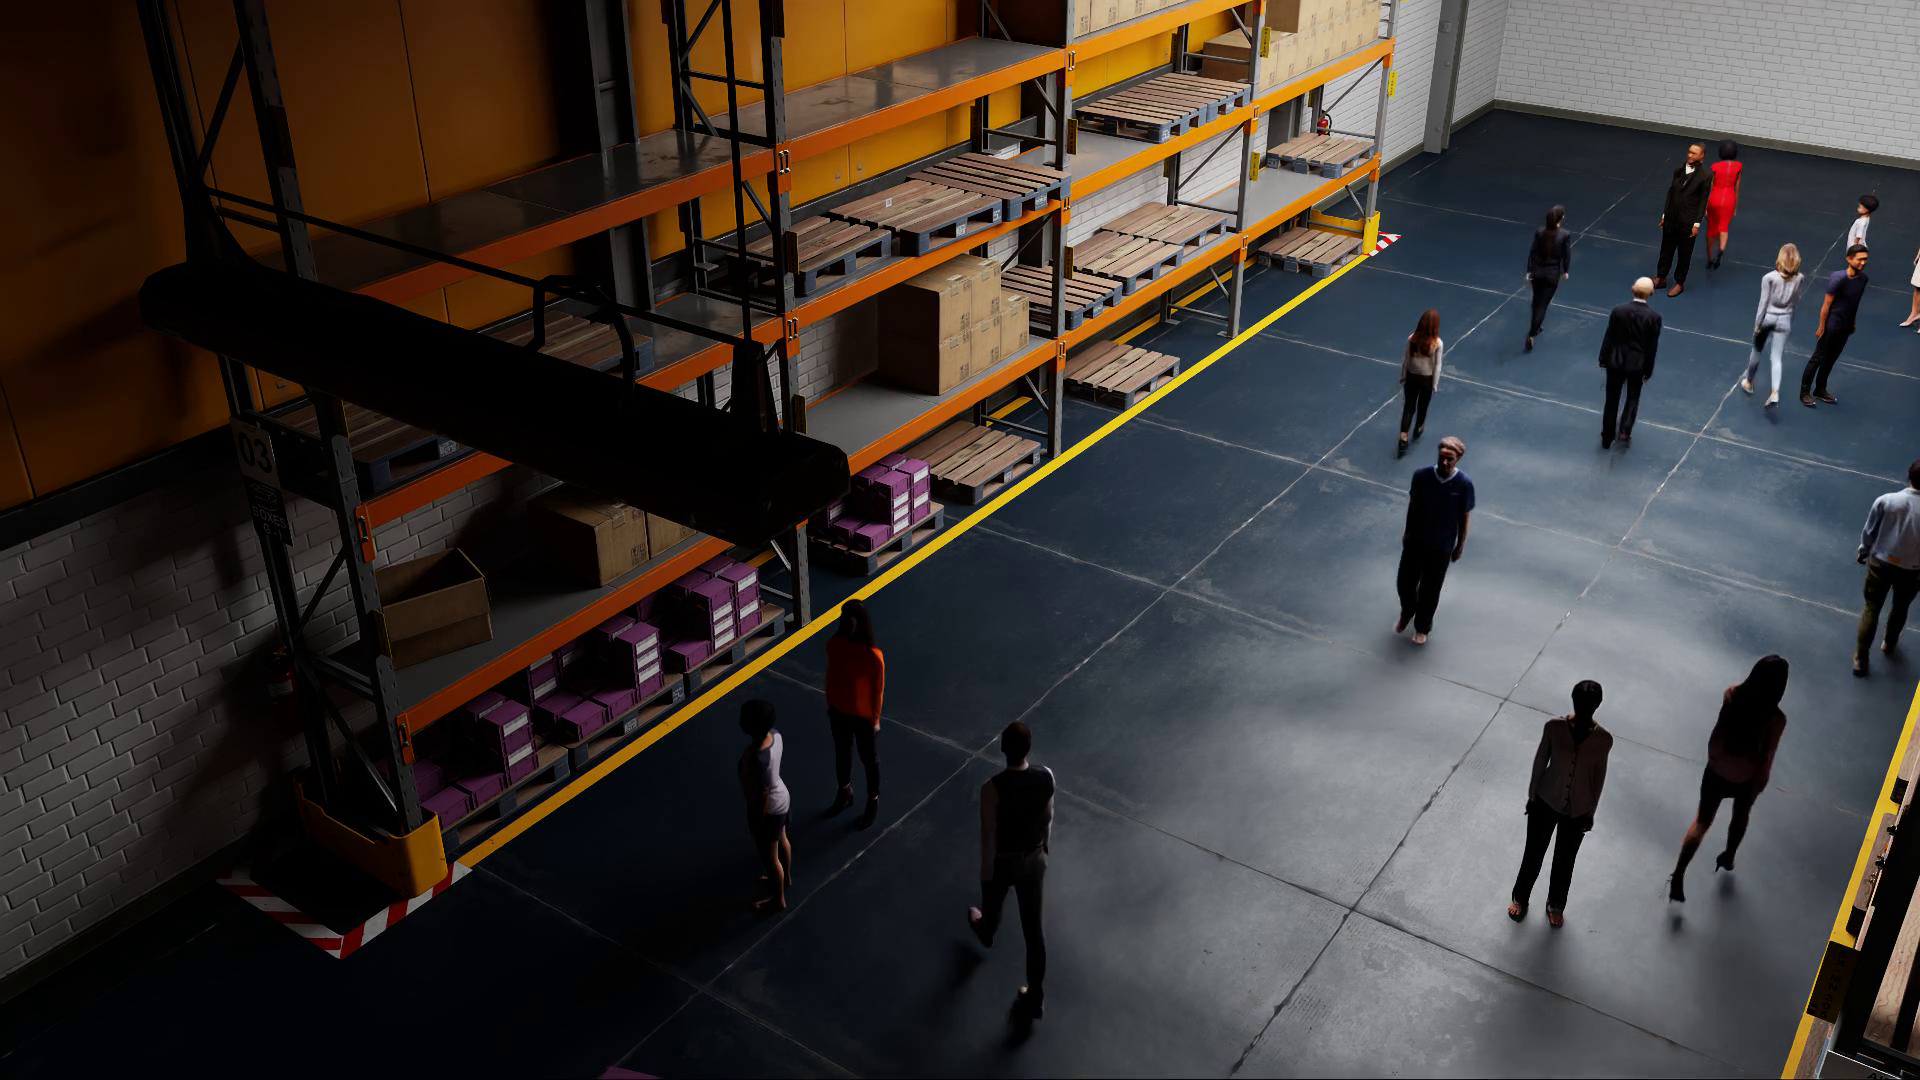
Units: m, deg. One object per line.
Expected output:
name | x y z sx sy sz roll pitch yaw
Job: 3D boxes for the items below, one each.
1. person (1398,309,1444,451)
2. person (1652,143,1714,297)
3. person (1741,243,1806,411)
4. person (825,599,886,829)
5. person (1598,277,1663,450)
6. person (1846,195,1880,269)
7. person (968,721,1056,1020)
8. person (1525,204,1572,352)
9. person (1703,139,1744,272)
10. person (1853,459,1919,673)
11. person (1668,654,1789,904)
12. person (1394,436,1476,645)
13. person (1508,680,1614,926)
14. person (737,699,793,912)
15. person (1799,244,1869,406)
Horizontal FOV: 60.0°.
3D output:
person | 4.617 -1.589 16.790 0.628 1.455 0.987 14 32 24
person | 9.032 -4.021 20.779 0.740 1.904 0.769 -19 34 -30
person | 8.681 -2.239 17.666 0.987 1.758 1.260 3 29 6
person | -0.720 1.170 11.426 0.623 1.748 0.560 16 33 27
person | 6.693 -1.742 16.726 0.736 1.786 0.702 12 31 20
person | 11.276 -3.715 20.892 0.541 1.259 0.424 18 33 29
person | 0.371 1.965 9.822 1.260 1.889 1.185 -10 30 -18
person | 6.702 -2.981 19.113 0.598 1.675 0.927 21 35 33
person | 9.798 -4.247 21.386 0.813 1.721 0.957 6 29 10
person | 7.340 0.237 13.095 0.711 1.788 0.974 21 35 33
person | 4.900 1.567 10.674 1.121 1.771 0.783 -22 35 -34
person | 3.850 -0.032 13.514 0.715 1.860 0.671 13 31 23
person | 3.815 1.645 10.529 0.639 1.774 0.620 10 30 18
person | -1.238 1.682 10.679 0.708 1.566 0.602 3 29 6
person | 9.364 -2.313 17.768 0.669 1.790 0.781 -10 30 -18
